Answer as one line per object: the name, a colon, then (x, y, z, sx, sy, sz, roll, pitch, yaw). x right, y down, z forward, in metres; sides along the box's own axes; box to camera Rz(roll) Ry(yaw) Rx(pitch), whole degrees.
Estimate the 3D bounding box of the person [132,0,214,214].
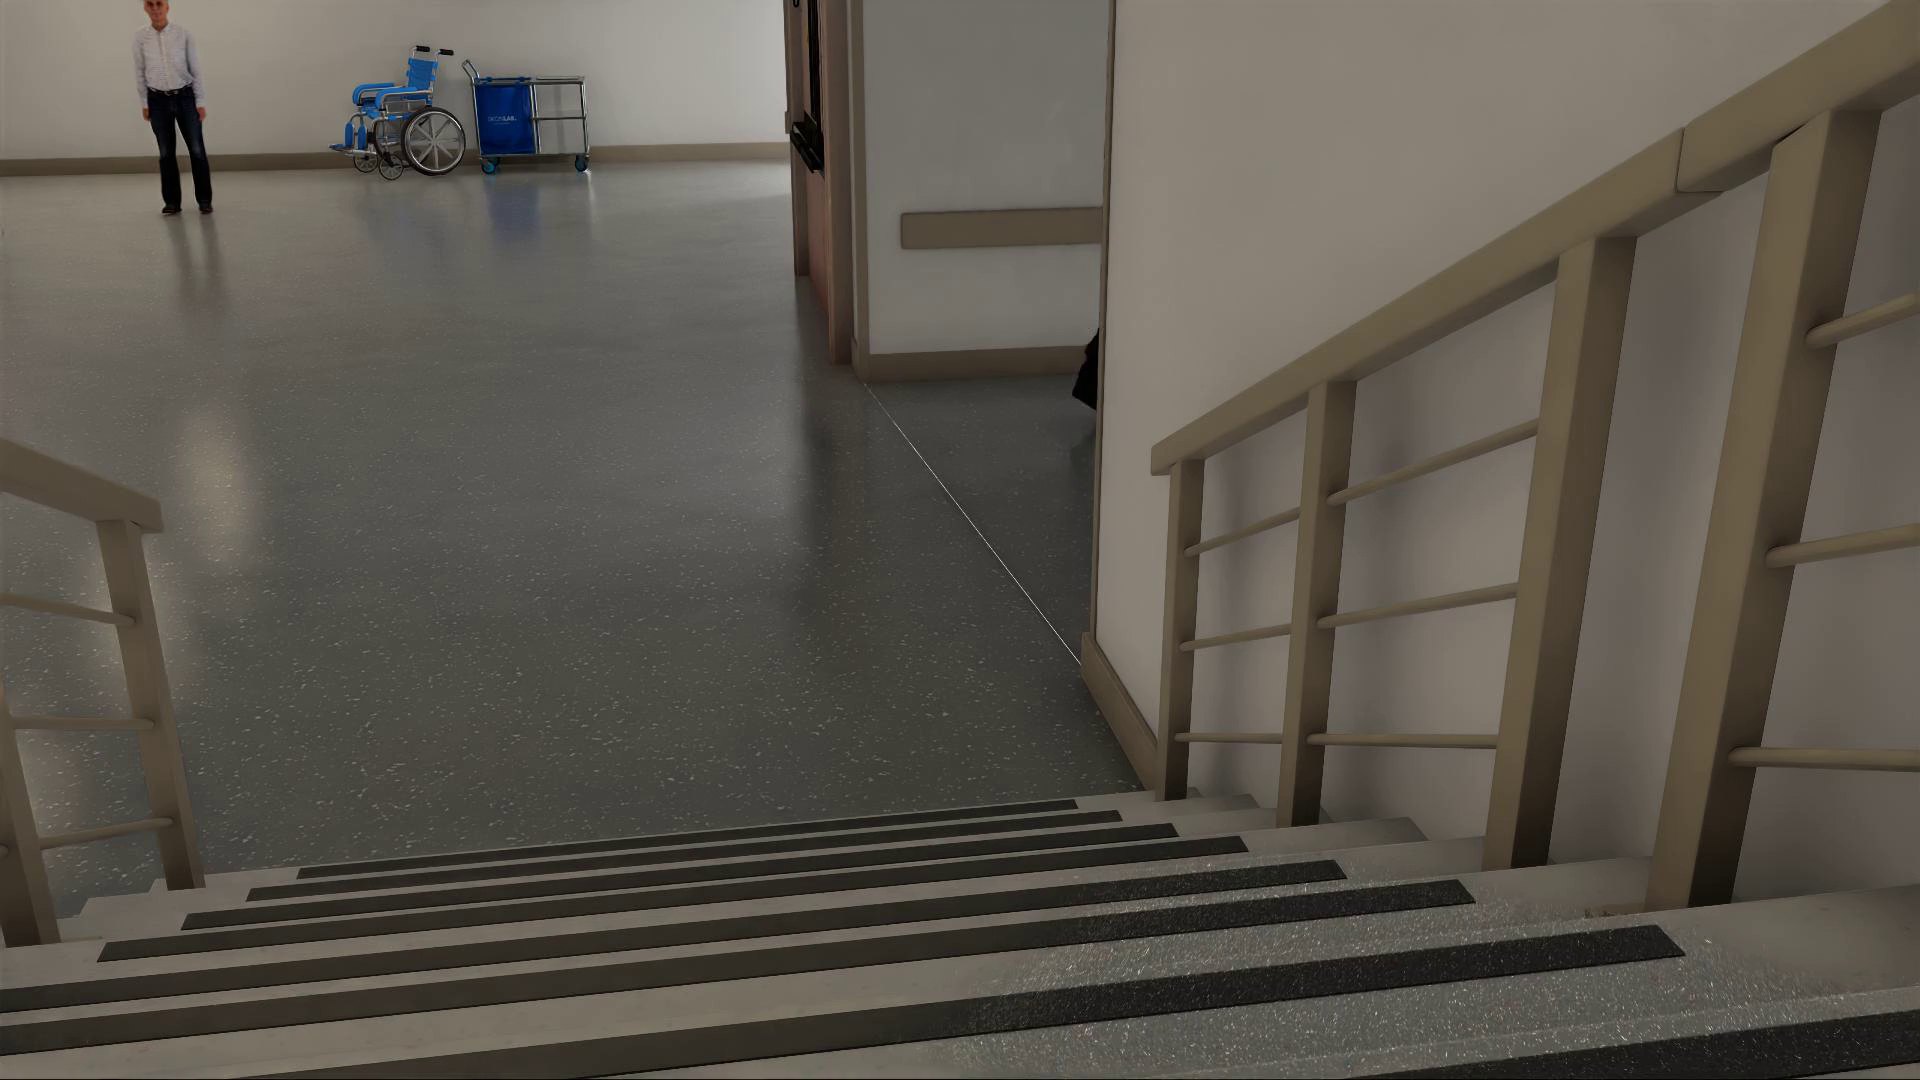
person: (-6.475, -3.614, 13.684, 0.668, 1.817, 0.579, -6, 21, -14)
